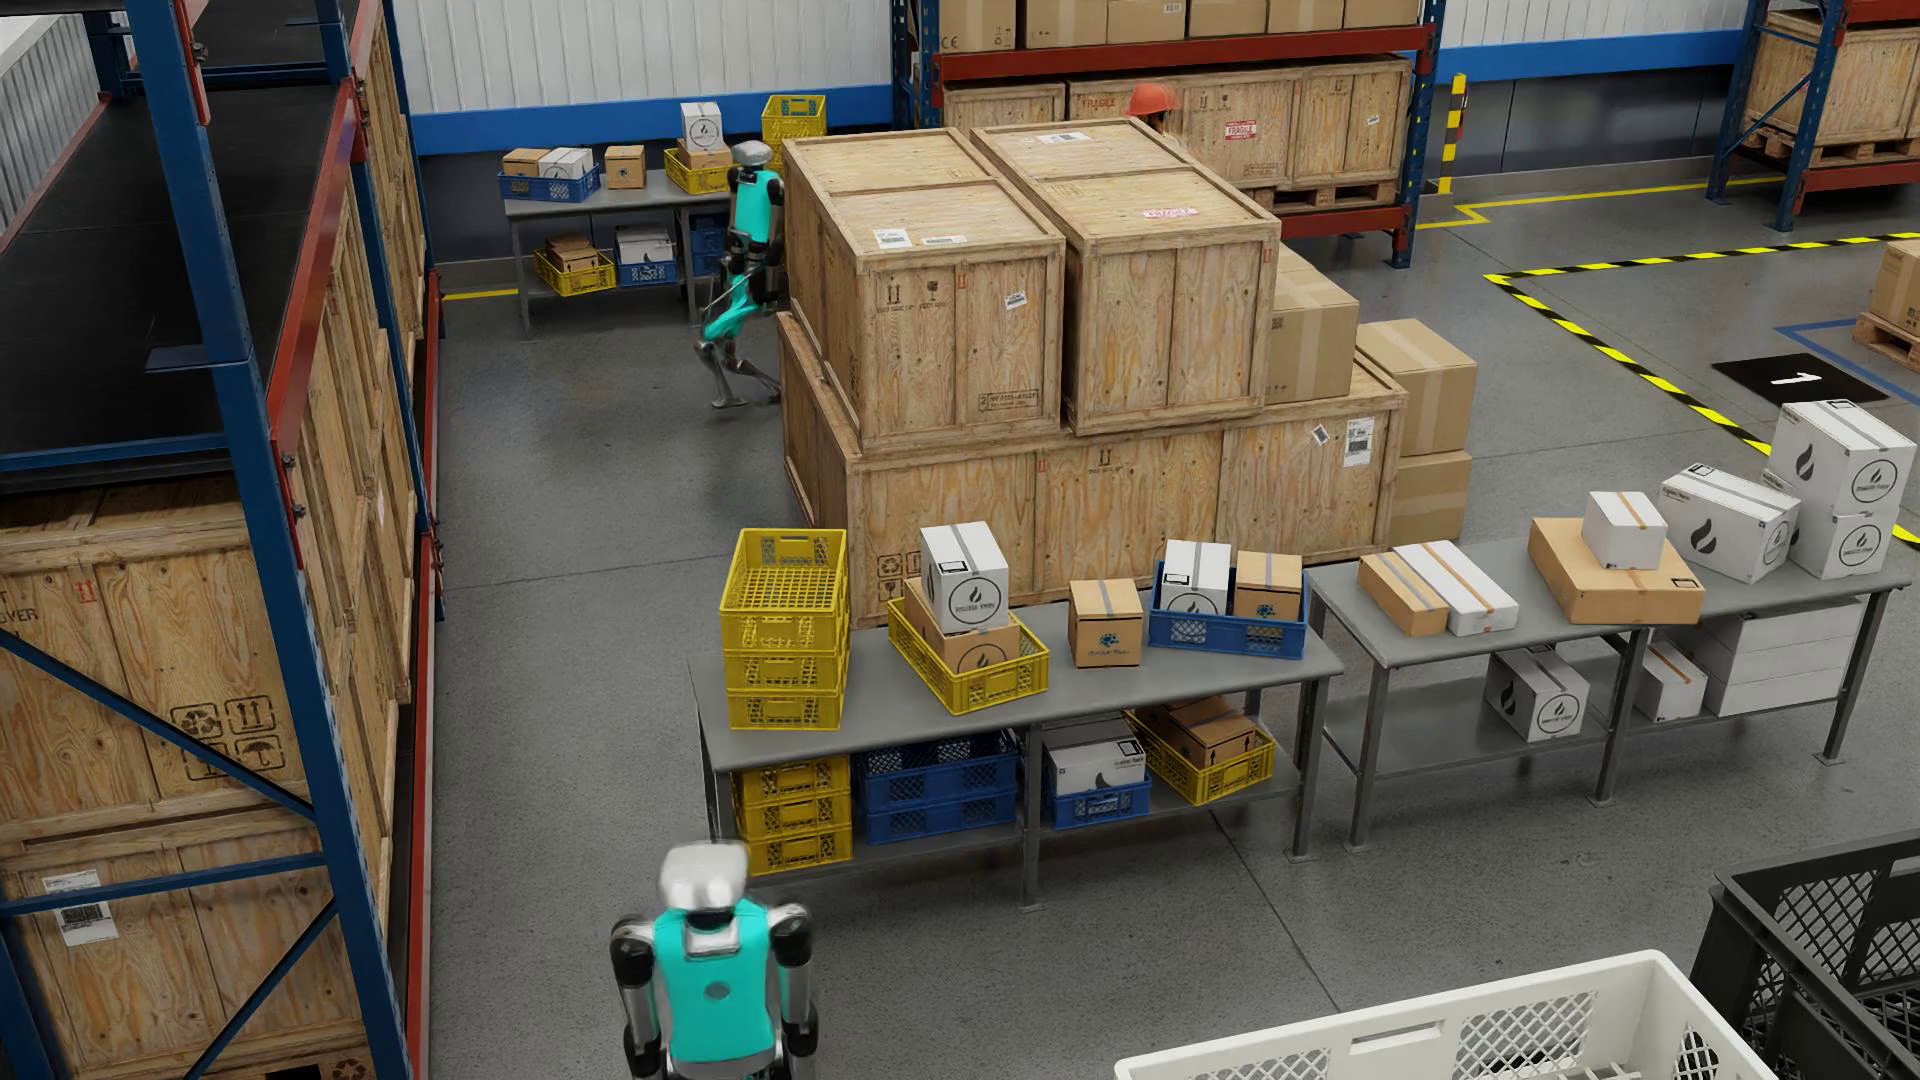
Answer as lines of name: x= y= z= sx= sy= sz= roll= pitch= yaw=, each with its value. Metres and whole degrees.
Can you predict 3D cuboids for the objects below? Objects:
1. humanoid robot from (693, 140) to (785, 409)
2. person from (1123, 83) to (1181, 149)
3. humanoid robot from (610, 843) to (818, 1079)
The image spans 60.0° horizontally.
humanoid robot: x=-1.443 y=-1.572 z=10.453 sx=0.923 sy=1.755 sz=0.559 roll=-24 pitch=37 yaw=-36
person: x=1.294 y=-2.137 z=11.288 sx=0.447 sy=1.914 sz=0.584 roll=-8 pitch=30 yaw=-14
humanoid robot: x=-0.706 y=1.459 z=4.971 sx=0.536 sy=1.778 sz=0.956 roll=-5 pitch=29 yaw=-9
